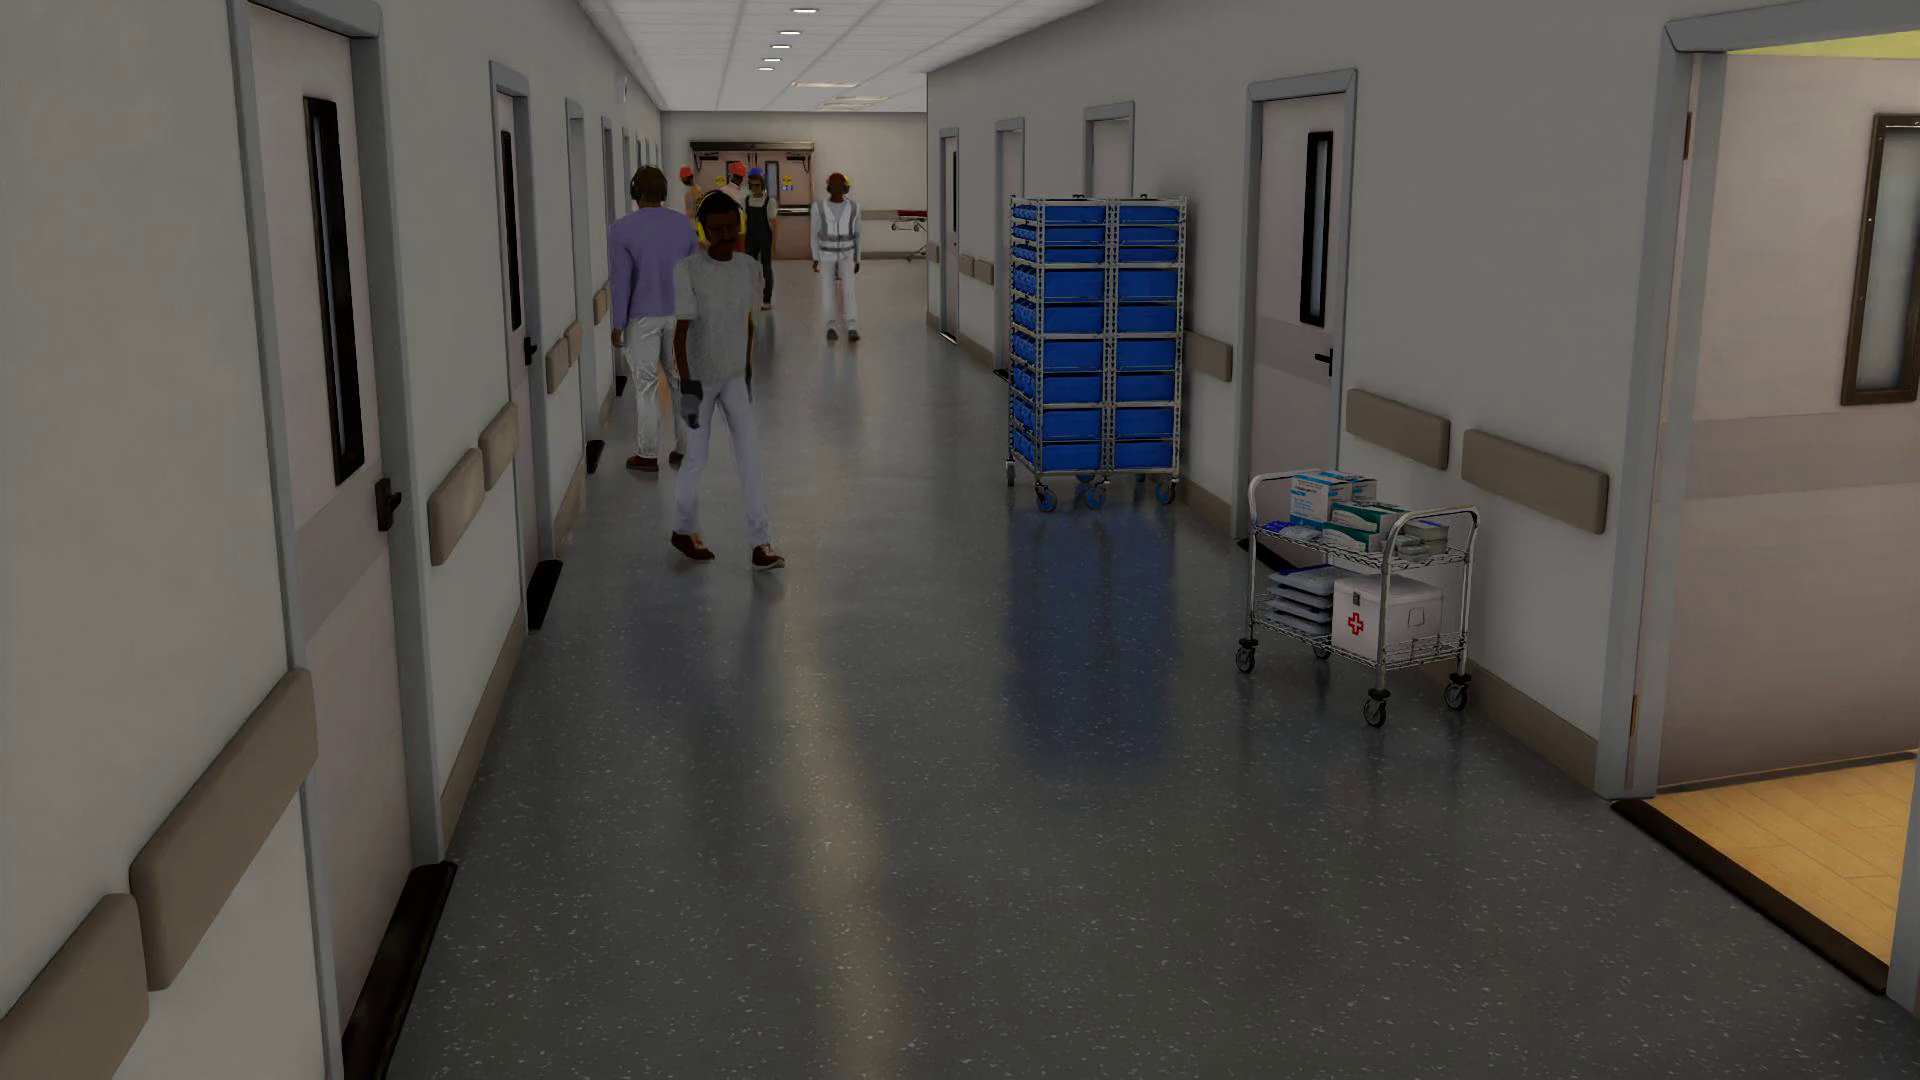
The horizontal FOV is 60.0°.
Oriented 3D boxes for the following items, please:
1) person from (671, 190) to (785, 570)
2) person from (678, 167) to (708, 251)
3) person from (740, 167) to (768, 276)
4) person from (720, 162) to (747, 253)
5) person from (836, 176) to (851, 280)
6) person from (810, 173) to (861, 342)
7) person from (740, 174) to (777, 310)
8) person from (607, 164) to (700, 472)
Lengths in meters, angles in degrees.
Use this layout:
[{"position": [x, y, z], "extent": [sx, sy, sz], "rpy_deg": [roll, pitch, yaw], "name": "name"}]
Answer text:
[{"position": [-1.134, -0.743, 7.951], "extent": [0.549, 1.816, 0.958], "rpy_deg": [-10, 16, -39], "name": "person"}, {"position": [-4.802, -5.821, 30.298], "extent": [0.573, 1.908, 0.728], "rpy_deg": [-6, 14, -26], "name": "person"}, {"position": [-3.634, -5.531, 29.026], "extent": [0.631, 1.890, 0.893], "rpy_deg": [-9, 15, -34], "name": "person"}, {"position": [-3.284, -4.547, 24.467], "extent": [0.393, 1.985, 0.610], "rpy_deg": [7, 14, 28], "name": "person"}, {"position": [-2.013, -5.320, 28.421], "extent": [0.346, 1.756, 0.528], "rpy_deg": [-11, 17, -40], "name": "person"}, {"position": [-1.354, -3.104, 18.372], "extent": [0.590, 1.842, 0.921], "rpy_deg": [-3, 13, -12], "name": "person"}, {"position": [-2.711, -3.954, 22.201], "extent": [0.526, 1.811, 0.872], "rpy_deg": [2, 13, 11], "name": "person"}, {"position": [-1.947, -1.402, 10.607], "extent": [0.628, 1.940, 0.373], "rpy_deg": [-10, 16, -36], "name": "person"}]
